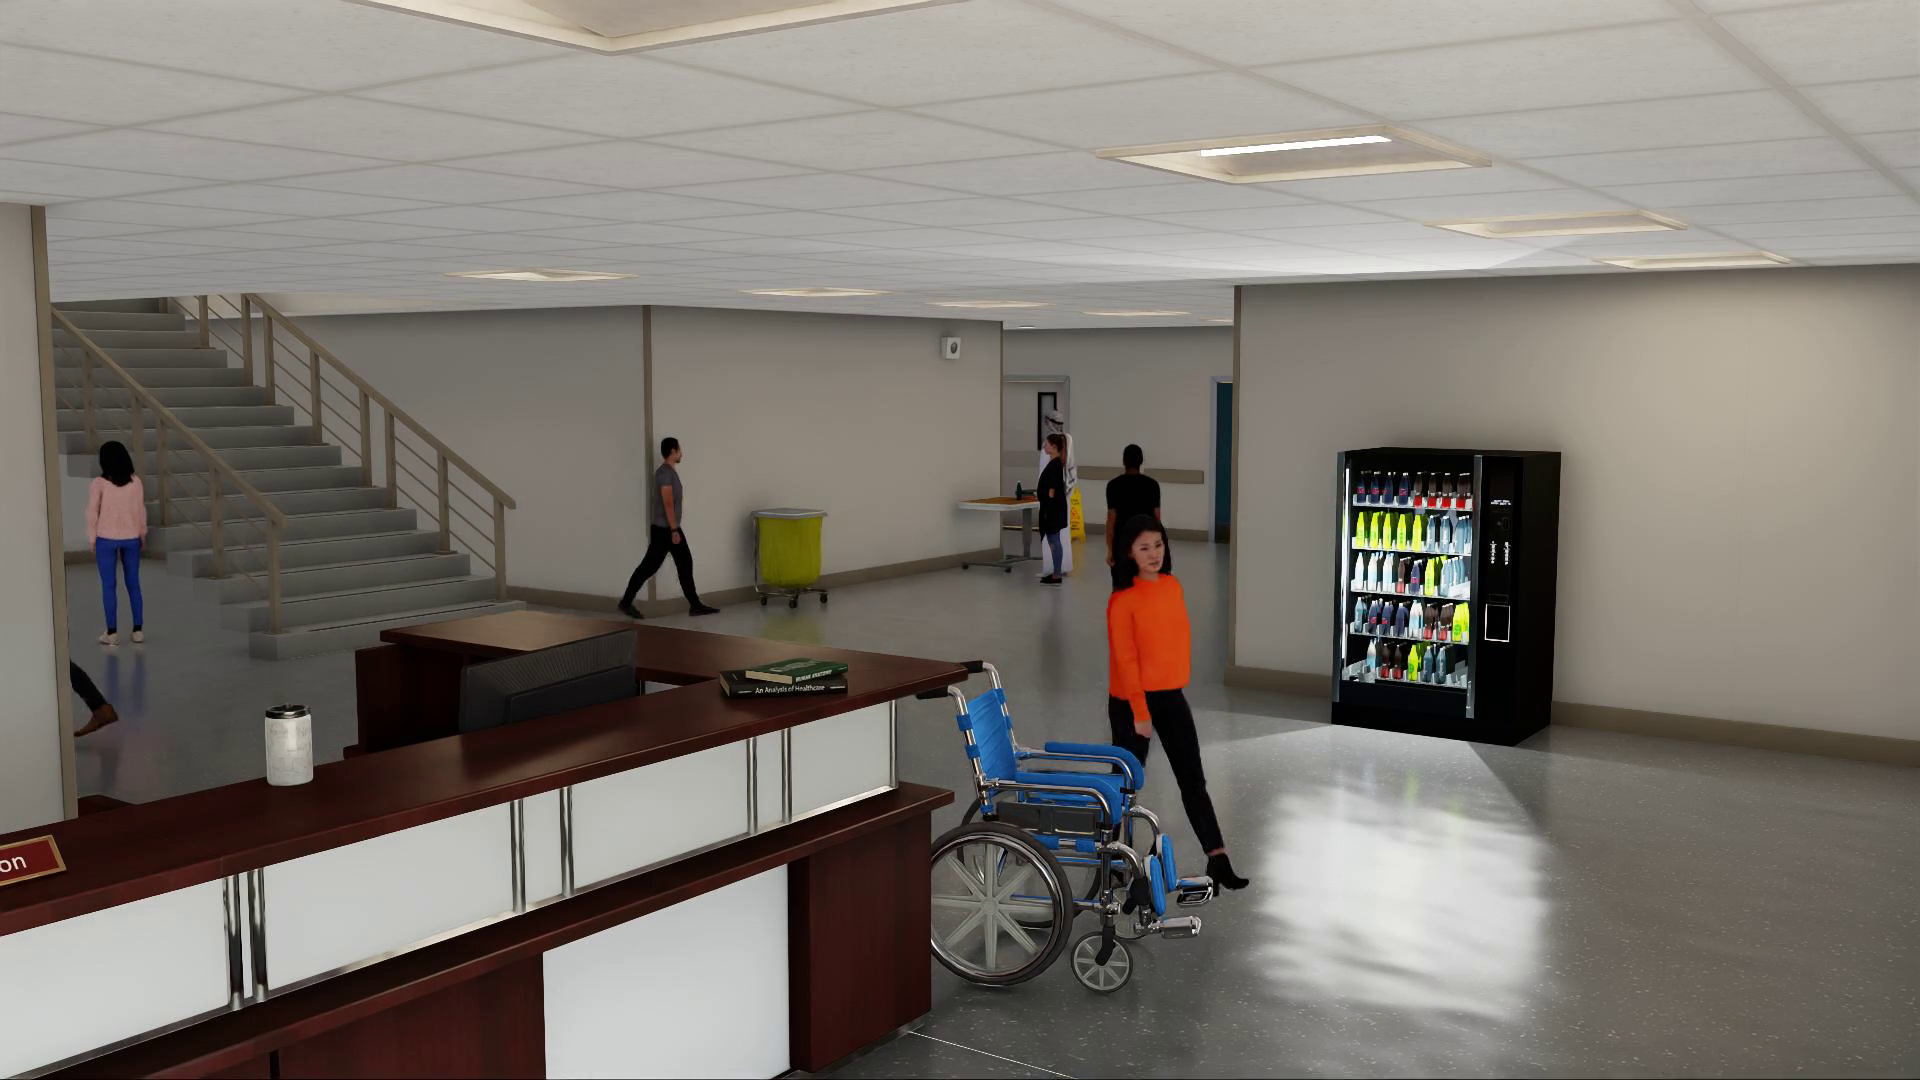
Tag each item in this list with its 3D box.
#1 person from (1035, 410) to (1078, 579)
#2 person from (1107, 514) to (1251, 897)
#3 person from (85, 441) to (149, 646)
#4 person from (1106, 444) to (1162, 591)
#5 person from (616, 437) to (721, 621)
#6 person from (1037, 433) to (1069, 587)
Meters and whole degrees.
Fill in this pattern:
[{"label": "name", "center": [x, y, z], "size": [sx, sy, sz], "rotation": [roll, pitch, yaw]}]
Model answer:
[{"label": "person", "center": [1.102, -0.530, 19.099], "size": [0.616, 1.926, 0.686], "rotation": [4, 7, 34]}, {"label": "person", "center": [0.764, 0.756, 7.430], "size": [1.114, 1.704, 0.801], "rotation": [5, 8, 43]}, {"label": "person", "center": [-7.303, 0.021, 14.420], "size": [0.697, 1.767, 0.633], "rotation": [-5, 8, -42]}, {"label": "person", "center": [1.464, 0.101, 13.884], "size": [1.173, 1.715, 1.190], "rotation": [-1, 6, -6]}, {"label": "person", "center": [-2.866, -0.080, 15.713], "size": [1.261, 1.709, 1.091], "rotation": [0, 6, 1]}, {"label": "person", "center": [1.041, -0.341, 18.423], "size": [0.712, 1.686, 0.713], "rotation": [1, 6, 8]}]
